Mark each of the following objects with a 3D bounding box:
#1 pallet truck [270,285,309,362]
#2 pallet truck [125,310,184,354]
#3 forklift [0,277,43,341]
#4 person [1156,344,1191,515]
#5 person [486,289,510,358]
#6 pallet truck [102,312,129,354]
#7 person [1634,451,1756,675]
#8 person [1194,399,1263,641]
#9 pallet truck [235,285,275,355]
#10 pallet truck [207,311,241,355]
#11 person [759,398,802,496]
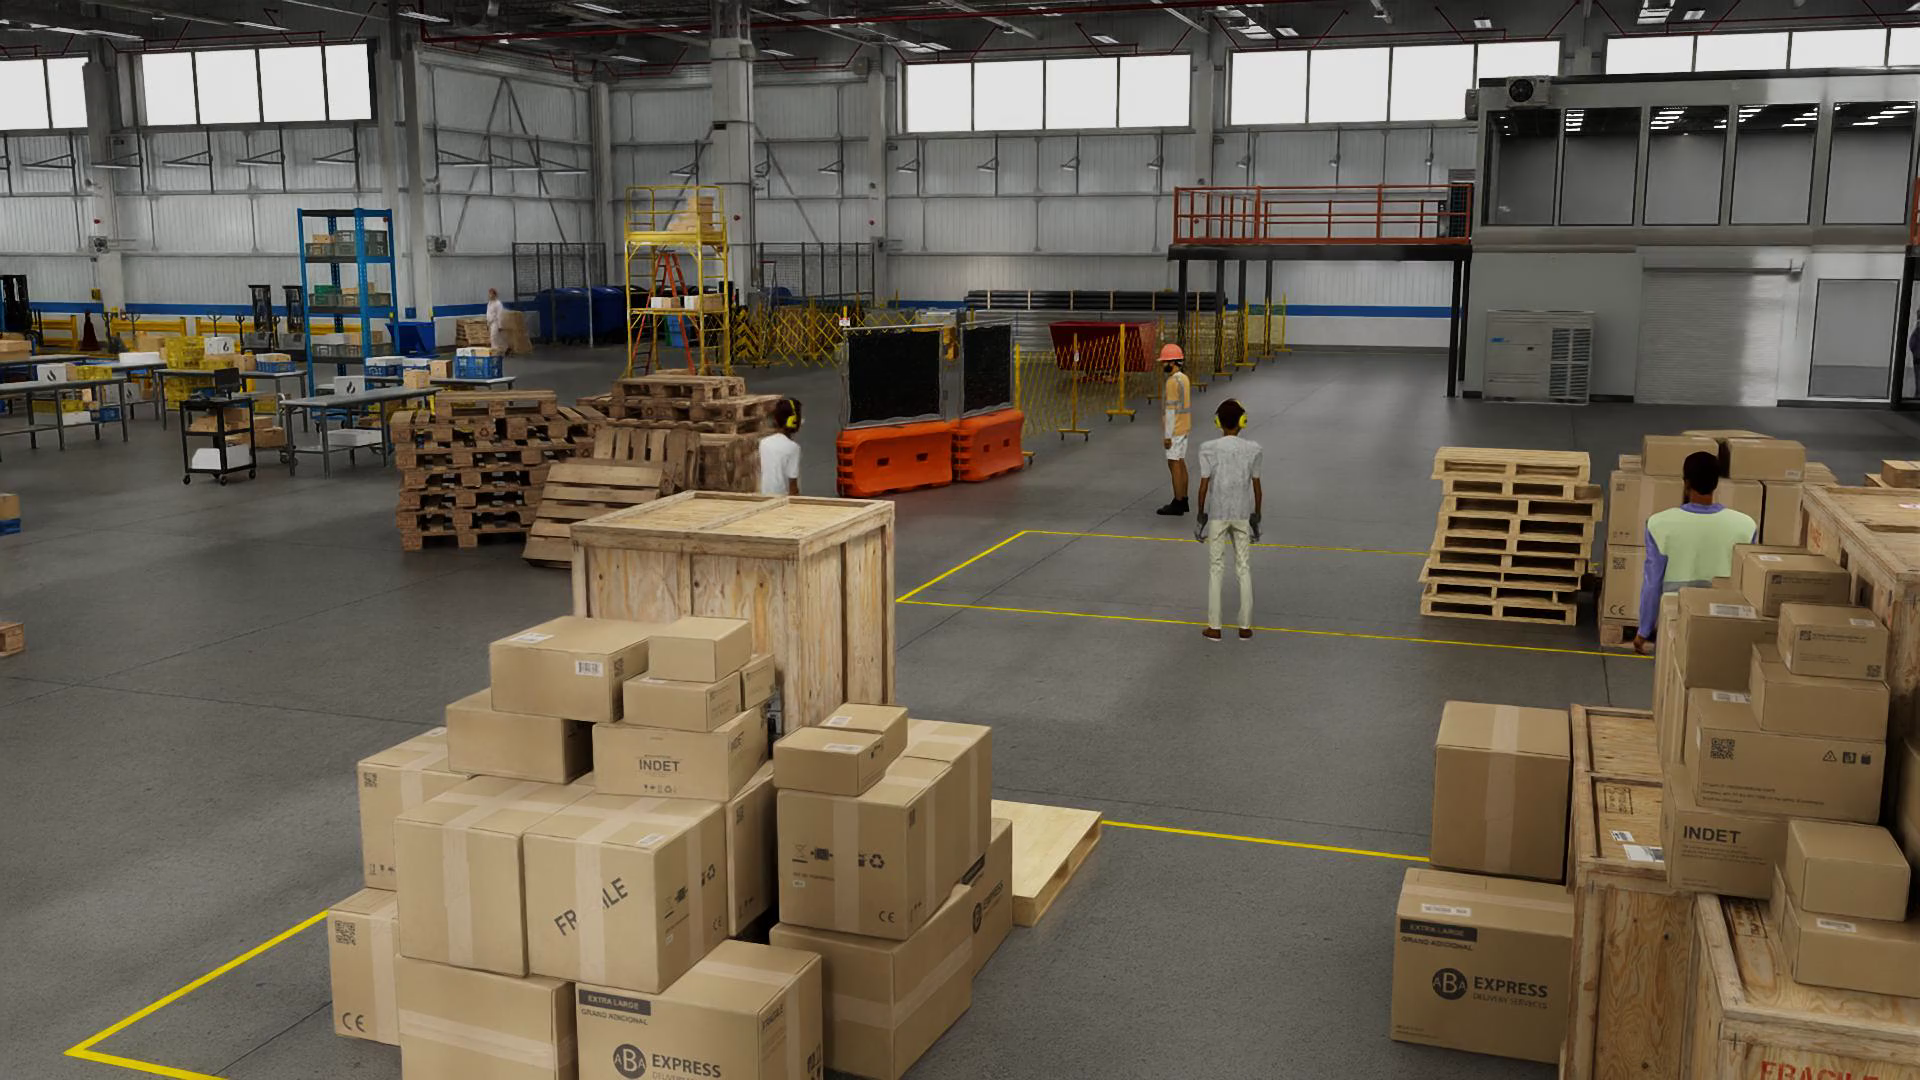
[{"bbox_3d":[-17.147,-5.700,43.663,0.823,1.965,1.885,3,11,17],"label":"pallet truck"},{"bbox_3d":[-22.038,-5.665,45.457,0.704,1.261,1.522,3,11,17],"label":"pallet truck"},{"bbox_3d":[-27.151,-6.329,46.328,1.157,1.987,2.680,3,11,17],"label":"forklift"},{"bbox_3d":[2.396,-1.242,18.766,0.399,1.928,0.542,4,11,21],"label":"person"},{"bbox_3d":[-12.235,-5.689,43.915,0.645,1.884,0.656,-8,13,-36],"label":"person"},{"bbox_3d":[-23.057,-5.777,46.261,0.680,1.201,1.601,3,11,19],"label":"pallet truck"},{"bbox_3d":[4.024,0.473,9.125,0.597,1.915,0.374,1,10,3],"label":"person"},{"bbox_3d":[2.058,-0.148,12.775,0.514,1.865,0.327,0,10,0],"label":"person"},{"bbox_3d":[-18.327,-5.835,44.421,0.823,1.965,1.885,4,11,23],"label":"pallet truck"},{"bbox_3d":[-19.537,-5.575,44.913,0.653,1.274,1.630,3,11,19],"label":"pallet truck"},{"bbox_3d":[-1.345,-0.185,13.036,0.526,1.845,0.650,9,13,41],"label":"person"}]
